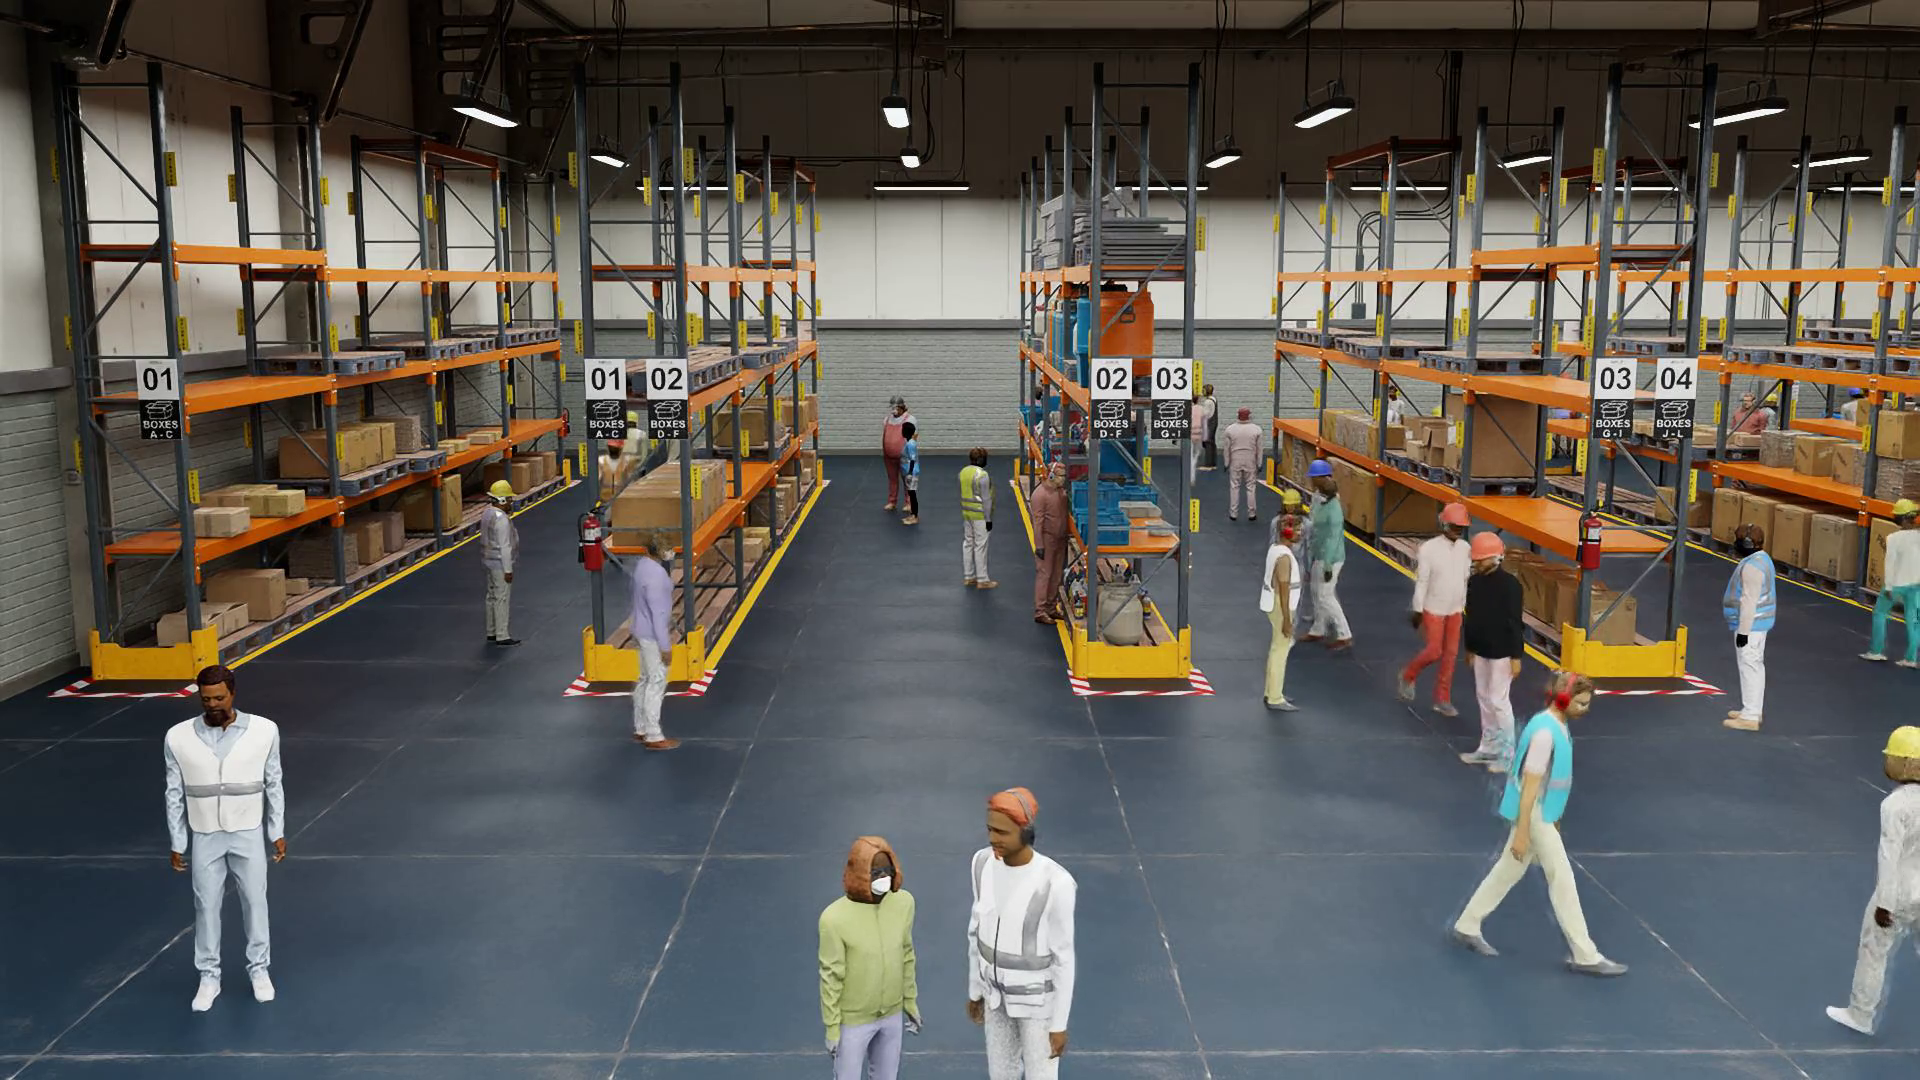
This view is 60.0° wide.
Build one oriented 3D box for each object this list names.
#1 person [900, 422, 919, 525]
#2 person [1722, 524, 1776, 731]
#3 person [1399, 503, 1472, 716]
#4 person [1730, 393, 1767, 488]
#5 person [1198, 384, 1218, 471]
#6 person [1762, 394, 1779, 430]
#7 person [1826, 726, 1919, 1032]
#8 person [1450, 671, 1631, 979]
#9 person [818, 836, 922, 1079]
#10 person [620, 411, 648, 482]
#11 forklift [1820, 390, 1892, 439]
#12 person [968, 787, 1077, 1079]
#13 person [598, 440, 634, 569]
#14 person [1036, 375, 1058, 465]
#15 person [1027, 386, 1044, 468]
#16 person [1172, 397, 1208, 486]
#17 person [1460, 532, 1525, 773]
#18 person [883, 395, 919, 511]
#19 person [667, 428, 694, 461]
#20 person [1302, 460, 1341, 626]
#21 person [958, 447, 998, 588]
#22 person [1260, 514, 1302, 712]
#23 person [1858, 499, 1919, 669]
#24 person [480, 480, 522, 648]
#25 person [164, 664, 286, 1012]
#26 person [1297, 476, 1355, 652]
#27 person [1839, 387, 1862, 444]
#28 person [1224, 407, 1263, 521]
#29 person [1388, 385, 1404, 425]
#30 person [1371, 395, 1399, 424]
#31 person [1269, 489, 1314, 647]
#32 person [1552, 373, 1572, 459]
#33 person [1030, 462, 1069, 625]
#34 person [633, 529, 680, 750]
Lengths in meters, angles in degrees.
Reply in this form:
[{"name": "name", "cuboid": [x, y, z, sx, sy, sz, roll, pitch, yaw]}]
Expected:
[{"name": "person", "cuboid": [-0.825, -1.089, 27.253, 0.317, 1.695, 0.540, -1, 9, -4]}, {"name": "person", "cuboid": [7.047, 0.770, 14.879, 0.432, 1.837, 0.631, 5, 10, 31]}, {"name": "person", "cuboid": [4.432, 0.620, 15.372, 0.627, 1.972, 0.589, -4, 10, -24]}, {"name": "person", "cuboid": [14.649, -1.777, 31.005, 0.408, 1.908, 0.645, -7, 12, -40]}, {"name": "person", "cuboid": [5.251, -2.369, 35.043, 0.348, 1.839, 0.504, 5, 10, 31]}, {"name": "person", "cuboid": [16.313, -2.090, 33.584, 0.324, 1.730, 0.494, 0, 9, 1]}, {"name": "person", "cuboid": [4.939, 1.817, 8.546, 0.518, 1.706, 0.824, -3, 9, -20]}, {"name": "person", "cuboid": [3.344, 1.620, 9.613, 1.007, 1.773, 0.646, 4, 10, 23]}, {"name": "person", "cuboid": [-0.382, 2.064, 7.171, 0.498, 1.634, 0.280, -7, 11, -39]}, {"name": "person", "cuboid": [-5.584, -1.280, 28.180, 0.593, 1.803, 0.852, 1, 9, 5]}, {"name": "forklift", "cuboid": [20.072, -3.110, 36.462, 1.873, 2.768, 1.129, 0, 9, 0]}, {"name": "person", "cuboid": [0.251, 1.958, 7.078, 0.347, 1.879, 0.577, -9, 12, -44]}, {"name": "person", "cuboid": [-4.842, -0.557, 23.261, 0.562, 1.879, 0.992, -1, 9, -4]}, {"name": "person", "cuboid": [1.856, -2.612, 36.110, 0.610, 1.990, 0.389, 3, 9, 17]}, {"name": "person", "cuboid": [1.579, -2.267, 34.375, 0.429, 1.839, 0.634, -1, 9, -4]}, {"name": "person", "cuboid": [4.513, -1.998, 32.793, 0.639, 1.785, 0.972, -2, 9, -14]}, {"name": "person", "cuboid": [4.302, 0.908, 13.547, 0.462, 1.972, 0.672, -3, 9, -21]}, {"name": "person", "cuboid": [-1.085, -1.515, 28.889, 0.684, 2.000, 0.535, 5, 10, 29]}, {"name": "person", "cuboid": [-4.636, -1.227, 27.182, 0.612, 1.994, 0.395, -8, 12, -41]}, {"name": "person", "cuboid": [4.203, 0.032, 19.280, 0.419, 1.935, 0.619, 0, 9, -3]}, {"name": "person", "cuboid": [0.240, -0.293, 21.675, 0.429, 1.842, 0.626, -6, 11, -33]}, {"name": "person", "cuboid": [2.980, 0.668, 15.473, 0.377, 1.842, 0.568, 1, 9, 6]}, {"name": "person", "cuboid": [9.715, 0.442, 17.261, 0.526, 1.749, 0.685, -2, 9, -11]}, {"name": "person", "cuboid": [-5.025, 0.258, 18.200, 0.404, 1.823, 0.590, -6, 11, -34]}, {"name": "person", "cuboid": [-4.032, 1.612, 9.164, 0.591, 1.918, 0.383, -3, 9, -20]}, {"name": "person", "cuboid": [4.001, 0.237, 18.064, 0.515, 1.913, 0.752, 0, 9, 1]}, {"name": "person", "cuboid": [17.808, -2.098, 33.094, 0.617, 1.886, 0.973, 1, 9, 3]}, {"name": "person", "cuboid": [4.728, -1.273, 27.767, 0.652, 1.906, 0.402, 2, 9, 10]}, {"name": "person", "cuboid": [8.948, -2.275, 34.376, 0.338, 1.858, 0.516, -5, 10, -31]}, {"name": "person", "cuboid": [7.901, -1.801, 31.105, 0.543, 1.929, 0.386, 1, 9, 4]}, {"name": "person", "cuboid": [3.649, 0.282, 18.323, 0.499, 1.729, 0.638, 4, 10, 24]}, {"name": "person", "cuboid": [13.588, -2.793, 37.425, 0.544, 1.943, 0.347, 2, 9, 11]}, {"name": "person", "cuboid": [1.082, 0.031, 19.433, 0.401, 1.893, 0.654, 6, 11, 35]}, {"name": "person", "cuboid": [-2.620, 0.843, 14.207, 0.372, 1.910, 0.783, -3, 9, -21]}]
